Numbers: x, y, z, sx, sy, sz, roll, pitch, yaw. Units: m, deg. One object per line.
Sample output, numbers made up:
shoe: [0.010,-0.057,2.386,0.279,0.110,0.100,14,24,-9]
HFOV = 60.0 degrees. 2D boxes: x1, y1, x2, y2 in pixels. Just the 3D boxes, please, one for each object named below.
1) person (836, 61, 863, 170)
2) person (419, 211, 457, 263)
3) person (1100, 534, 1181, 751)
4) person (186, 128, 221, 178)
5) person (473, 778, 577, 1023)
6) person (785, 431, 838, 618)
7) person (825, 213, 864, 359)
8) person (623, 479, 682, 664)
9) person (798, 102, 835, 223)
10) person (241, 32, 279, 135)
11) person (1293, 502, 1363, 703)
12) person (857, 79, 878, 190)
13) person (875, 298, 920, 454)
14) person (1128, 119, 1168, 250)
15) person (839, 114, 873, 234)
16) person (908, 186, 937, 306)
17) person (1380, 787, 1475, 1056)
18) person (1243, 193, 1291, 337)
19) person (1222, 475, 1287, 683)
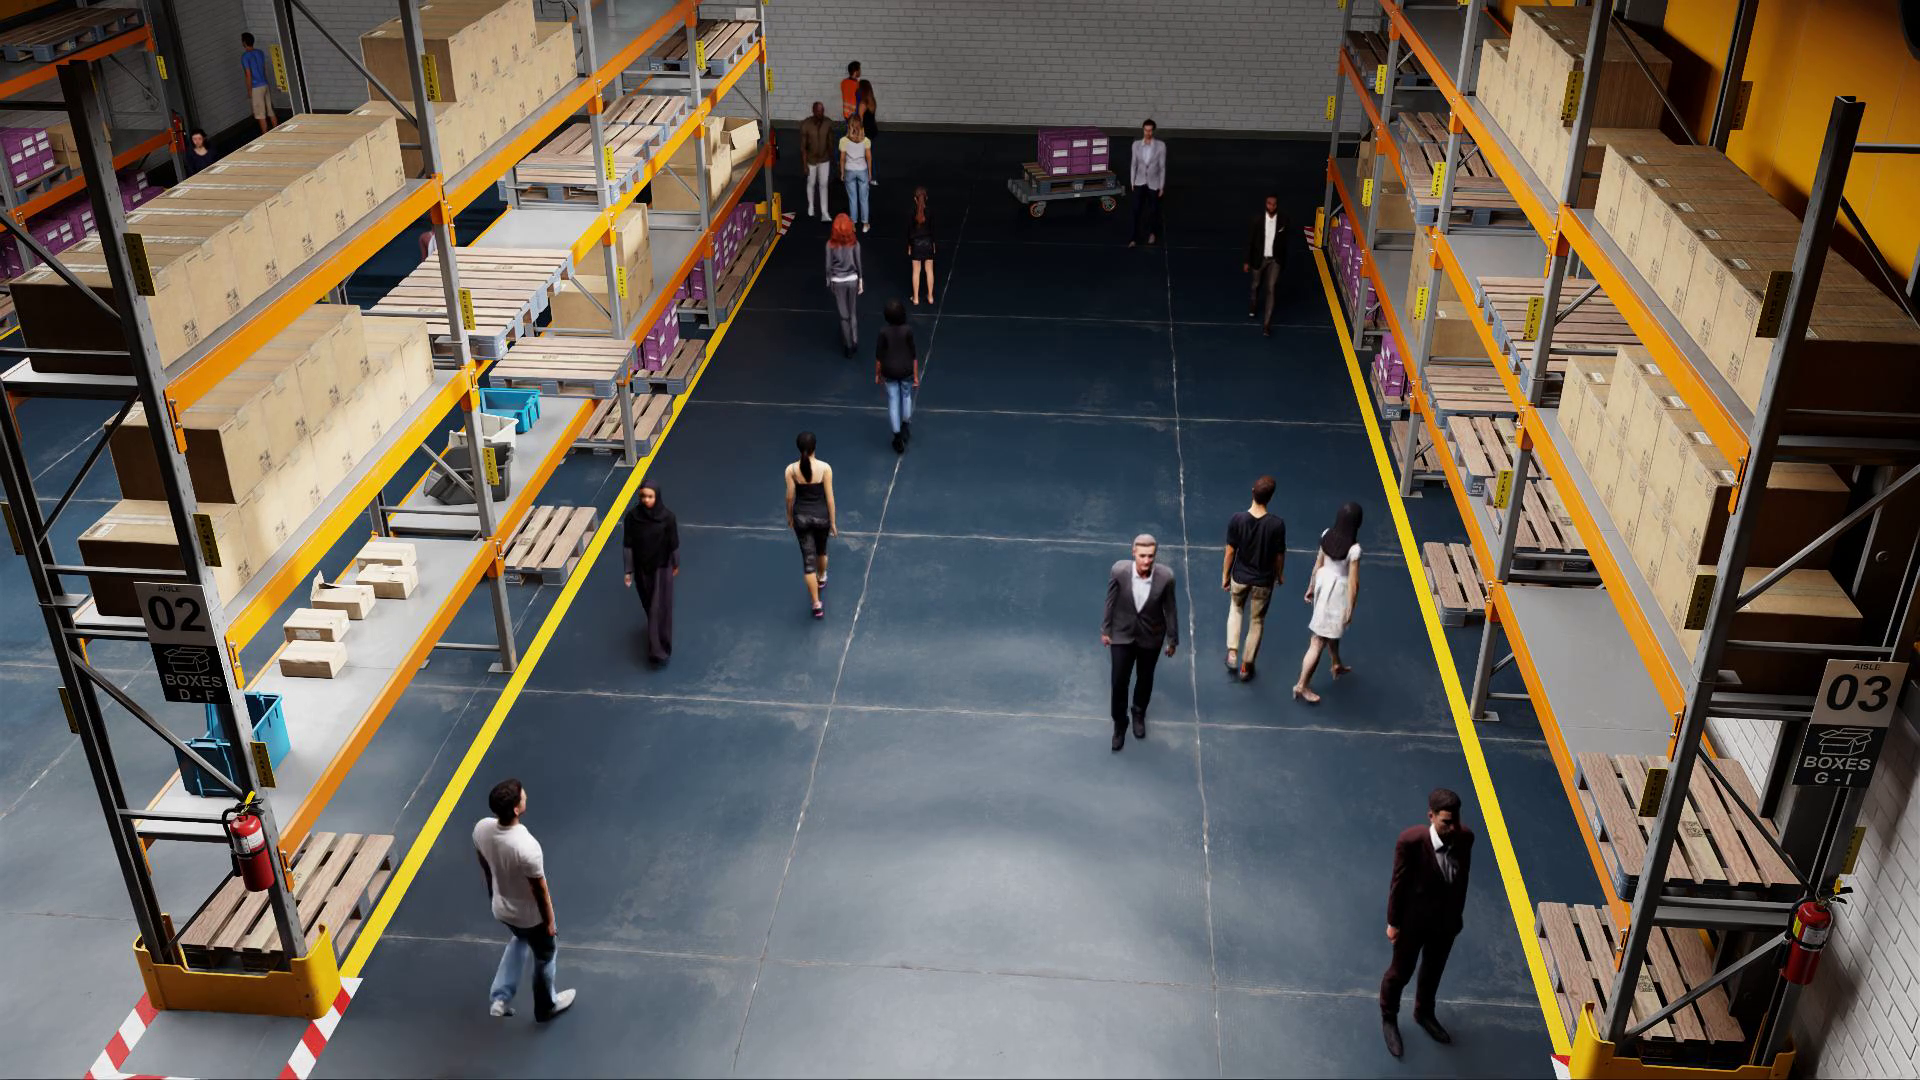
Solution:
person: [-1.725,-6.736,26.649,1.091,1.847,1.036,-24,37,-37]
person: [-6.239,-3.136,20.113,0.600,1.786,0.525,-2,29,-4]
person: [1.387,0.713,13.022,0.761,1.820,0.740,2,29,3]
person: [-10.685,-5.060,23.712,0.762,1.716,0.856,-9,30,-16]
person: [-2.731,2.268,10.144,0.861,1.846,0.945,17,33,28]
person: [-1.311,-0.109,14.646,0.694,1.707,1.006,-2,29,-4]
person: [-1.368,-3.003,19.892,0.681,1.764,0.731,-8,30,-14]
person: [-2.620,0.172,14.234,0.649,1.607,1.132,0,29,0]
person: [-2.147,-5.648,24.729,1.058,1.775,1.260,-9,30,-16]
person: [-11.991,-7.729,28.452,0.780,1.862,0.614,11,31,19]
person: [2.959,0.528,13.444,0.985,1.739,0.976,-14,31,-23]
person: [-1.429,-6.334,26.047,0.775,1.716,0.645,13,31,23]
person: [-0.647,-1.706,17.602,0.710,1.679,0.808,-5,29,-9]
person: [2.701,-5.066,23.626,0.853,1.811,1.184,8,30,14]
person: [-1.511,-5.334,24.210,0.667,1.722,0.598,-3,29,-6]
person: [-0.490,-3.840,21.644,0.561,1.556,0.591,-3,29,-6]
person: [2.833,2.277,10.106,0.761,1.865,0.734,-8,30,-14]
person: [3.822,-3.495,20.818,0.694,1.741,1.240,4,29,7]
person: [2.390,0.375,13.630,0.702,1.830,0.680,9,30,16]
